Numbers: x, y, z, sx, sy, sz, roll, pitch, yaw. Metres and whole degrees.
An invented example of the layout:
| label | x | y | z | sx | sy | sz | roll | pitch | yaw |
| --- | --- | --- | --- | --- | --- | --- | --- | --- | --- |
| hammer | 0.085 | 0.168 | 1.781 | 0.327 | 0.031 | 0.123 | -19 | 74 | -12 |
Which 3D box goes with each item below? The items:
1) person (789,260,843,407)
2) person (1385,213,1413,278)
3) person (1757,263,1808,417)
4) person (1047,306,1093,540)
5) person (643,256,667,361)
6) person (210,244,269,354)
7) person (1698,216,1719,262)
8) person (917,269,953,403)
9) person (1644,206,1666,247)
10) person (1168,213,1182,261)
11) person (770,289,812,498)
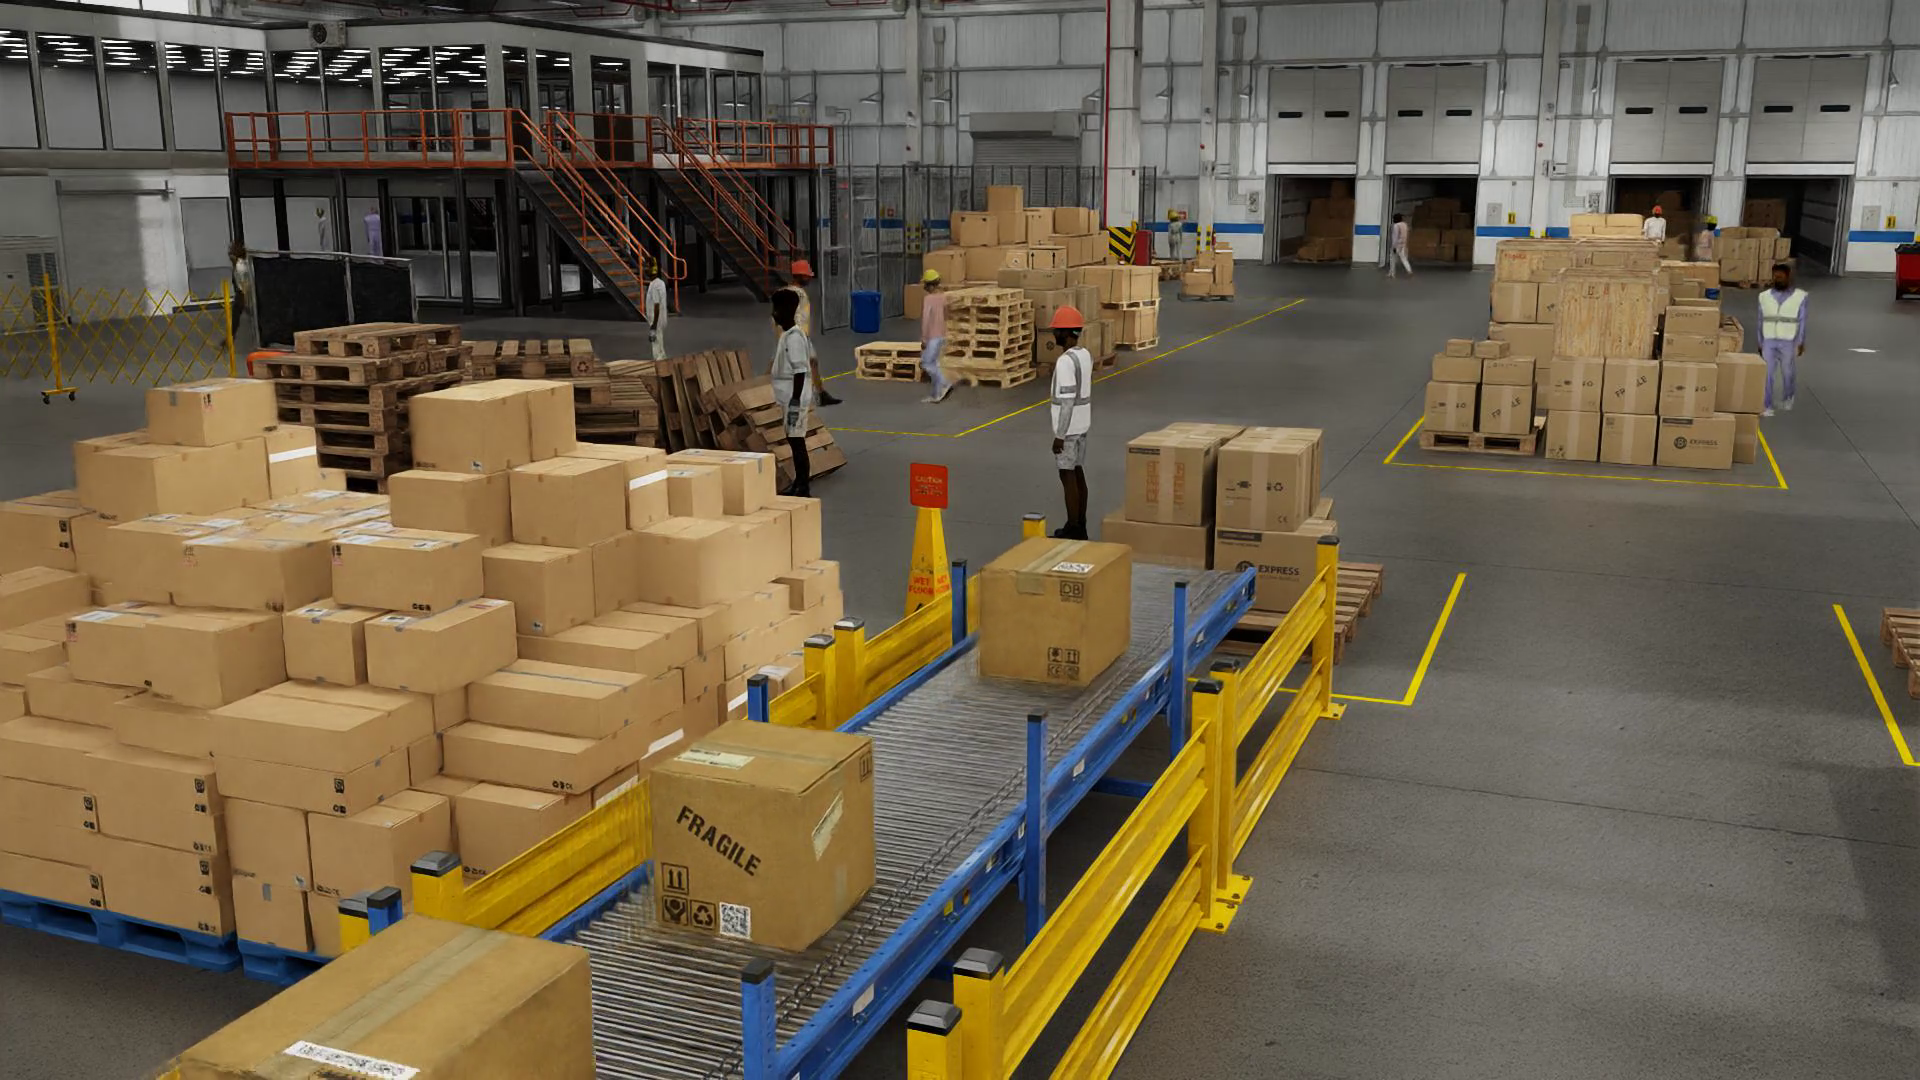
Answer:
| label | x | y | z | sx | sy | sz | roll | pitch | yaw |
| --- | --- | --- | --- | --- | --- | --- | --- | --- | --- |
| person | -2.054 | -2.618 | 21.192 | 1.014 | 1.886 | 0.566 | 2 | 13 | 9 |
| person | 12.246 | -8.180 | 46.288 | 0.632 | 1.815 | 0.720 | -11 | 16 | -40 |
| person | 10.180 | -2.491 | 20.638 | 0.614 | 1.880 | 0.881 | 9 | 15 | 35 |
| person | 0.861 | -0.913 | 13.415 | 0.364 | 1.935 | 0.553 | 5 | 14 | 21 |
| person | -4.079 | -2.845 | 22.233 | 0.319 | 1.870 | 0.532 | -1 | 13 | -2 |
| person | -11.934 | -3.977 | 27.465 | 0.924 | 1.798 | 0.521 | -2 | 13 | -8 |
| person | 18.110 | -6.873 | 40.203 | 0.590 | 1.903 | 0.632 | 10 | 16 | 38 |
| person | -0.320 | -2.618 | 21.480 | 0.448 | 1.748 | 0.538 | 6 | 14 | 27 |
| person | 19.851 | -8.552 | 47.567 | 0.608 | 1.987 | 0.388 | 1 | 13 | 3 |
| person | 6.651 | -9.246 | 51.349 | 0.497 | 1.689 | 0.922 | -2 | 13 | -11 |
| person | -1.512 | -1.270 | 14.950 | 0.364 | 1.964 | 0.611 | -2 | 13 | -9 |
